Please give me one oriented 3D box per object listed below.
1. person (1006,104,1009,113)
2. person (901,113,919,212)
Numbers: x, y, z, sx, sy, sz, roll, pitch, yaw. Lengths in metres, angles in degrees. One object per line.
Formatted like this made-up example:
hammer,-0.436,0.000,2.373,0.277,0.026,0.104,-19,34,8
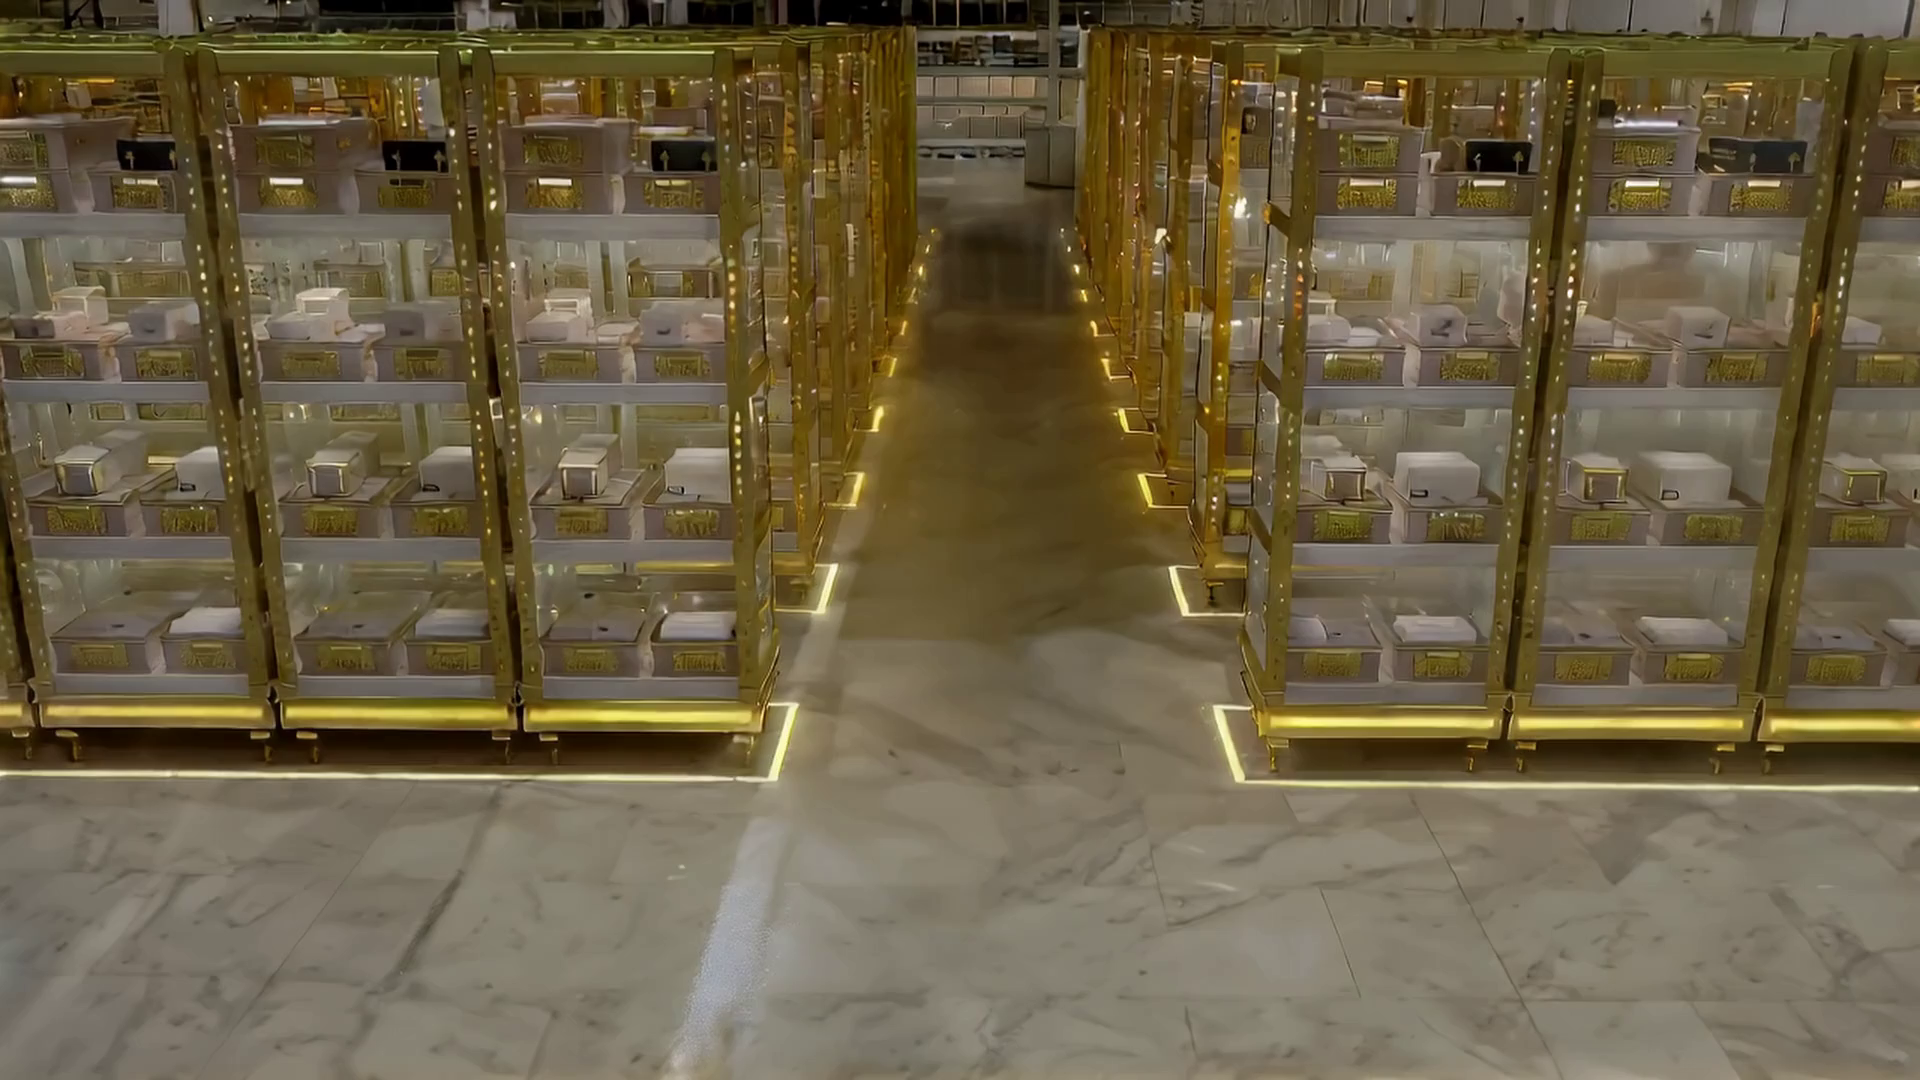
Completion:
person,1.479,-12.821,50.069,0.476,1.923,0.636,0,17,0
person,-1.071,-7.478,32.929,0.617,1.993,0.388,-16,23,-41
